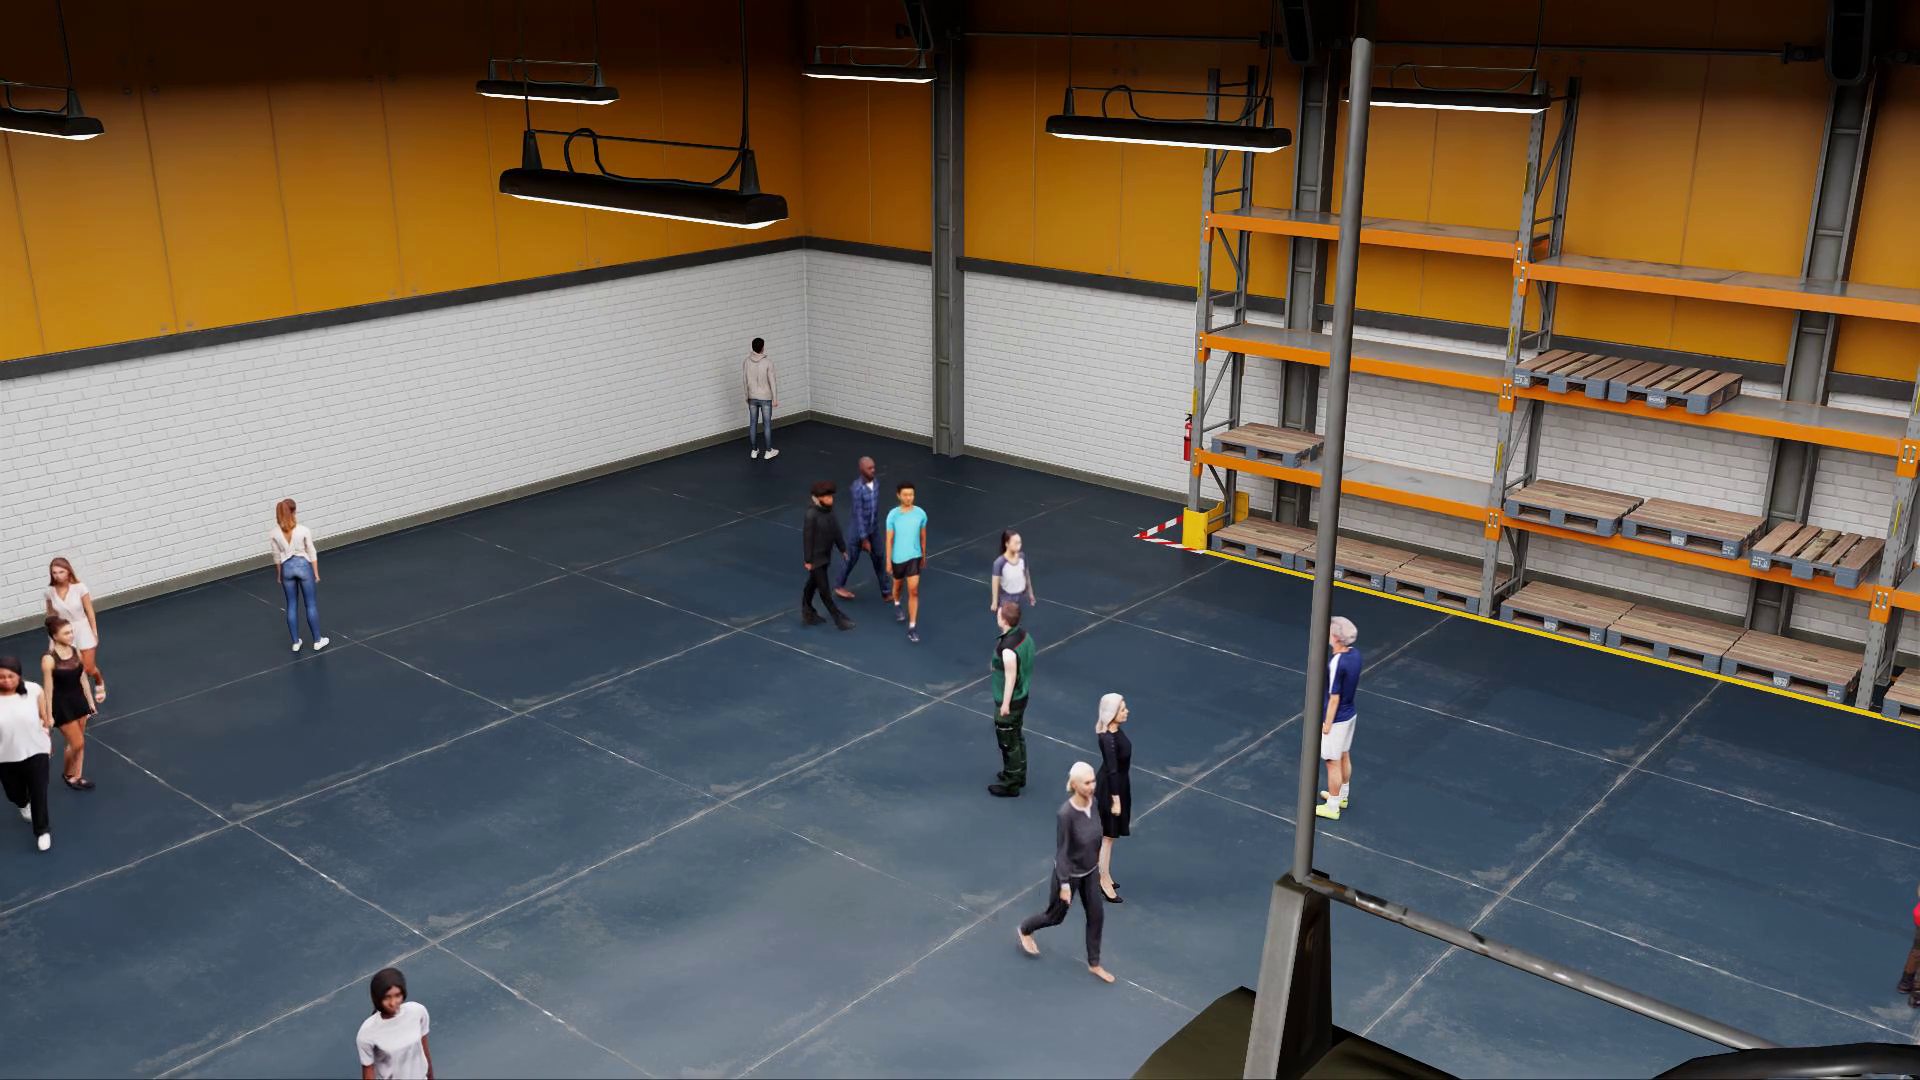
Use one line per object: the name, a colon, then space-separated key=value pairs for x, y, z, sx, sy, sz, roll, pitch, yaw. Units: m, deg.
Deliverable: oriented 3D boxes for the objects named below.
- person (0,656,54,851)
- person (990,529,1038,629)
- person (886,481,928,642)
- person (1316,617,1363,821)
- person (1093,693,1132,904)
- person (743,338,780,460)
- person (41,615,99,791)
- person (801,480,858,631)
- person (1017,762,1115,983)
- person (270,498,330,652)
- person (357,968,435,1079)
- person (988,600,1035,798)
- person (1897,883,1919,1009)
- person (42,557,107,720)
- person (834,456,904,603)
person: x=-7.952 y=1.758 z=14.087 sx=0.920 sy=1.662 sz=1.112 roll=-8 pitch=20 yaw=-23
person: x=0.476 y=0.664 z=17.383 sx=0.696 sy=1.633 sz=0.610 roll=17 pitch=25 yaw=41
person: x=-0.631 y=0.195 z=18.615 sx=1.107 sy=1.734 sz=1.233 roll=-4 pitch=19 yaw=-10
person: x=3.294 y=1.532 z=14.484 sx=0.573 sy=1.838 sz=0.651 roll=13 pitch=22 yaw=33
person: x=1.200 y=2.020 z=13.179 sx=0.739 sy=1.747 sz=0.699 roll=1 pitch=19 yaw=3
person: x=-3.081 y=-2.184 z=25.498 sx=0.685 sy=1.852 sz=0.819 roll=4 pitch=19 yaw=11
person: x=-8.069 y=1.476 z=14.921 sx=0.706 sy=1.665 sz=0.689 roll=5 pitch=19 yaw=16
person: x=-1.662 y=0.166 z=18.711 sx=1.077 sy=1.728 sz=0.786 roll=8 pitch=20 yaw=22
person: x=0.777 y=2.384 z=12.183 sx=0.685 sy=1.692 sz=1.065 roll=-17 pitch=25 yaw=-41
person: x=-7.218 y=0.373 z=18.112 sx=0.680 sy=1.720 sz=0.741 roll=-1 pitch=19 yaw=-4
person: x=-3.233 y=3.233 z=9.617 sx=0.501 sy=1.720 sz=0.583 roll=16 pitch=24 yaw=39
person: x=0.449 y=1.403 z=14.863 sx=0.700 sy=1.841 sz=0.722 roll=6 pitch=20 yaw=17
person: x=6.917 y=2.720 z=11.826 sx=0.615 sy=1.283 sz=0.576 roll=3 pitch=19 yaw=8
person: x=-8.768 y=0.935 z=16.510 sx=0.788 sy=1.676 sz=0.860 roll=-4 pitch=19 yaw=-11
person: x=-1.204 y=-0.113 z=19.486 sx=1.158 sy=1.763 sz=0.710 roll=14 pitch=23 yaw=35
